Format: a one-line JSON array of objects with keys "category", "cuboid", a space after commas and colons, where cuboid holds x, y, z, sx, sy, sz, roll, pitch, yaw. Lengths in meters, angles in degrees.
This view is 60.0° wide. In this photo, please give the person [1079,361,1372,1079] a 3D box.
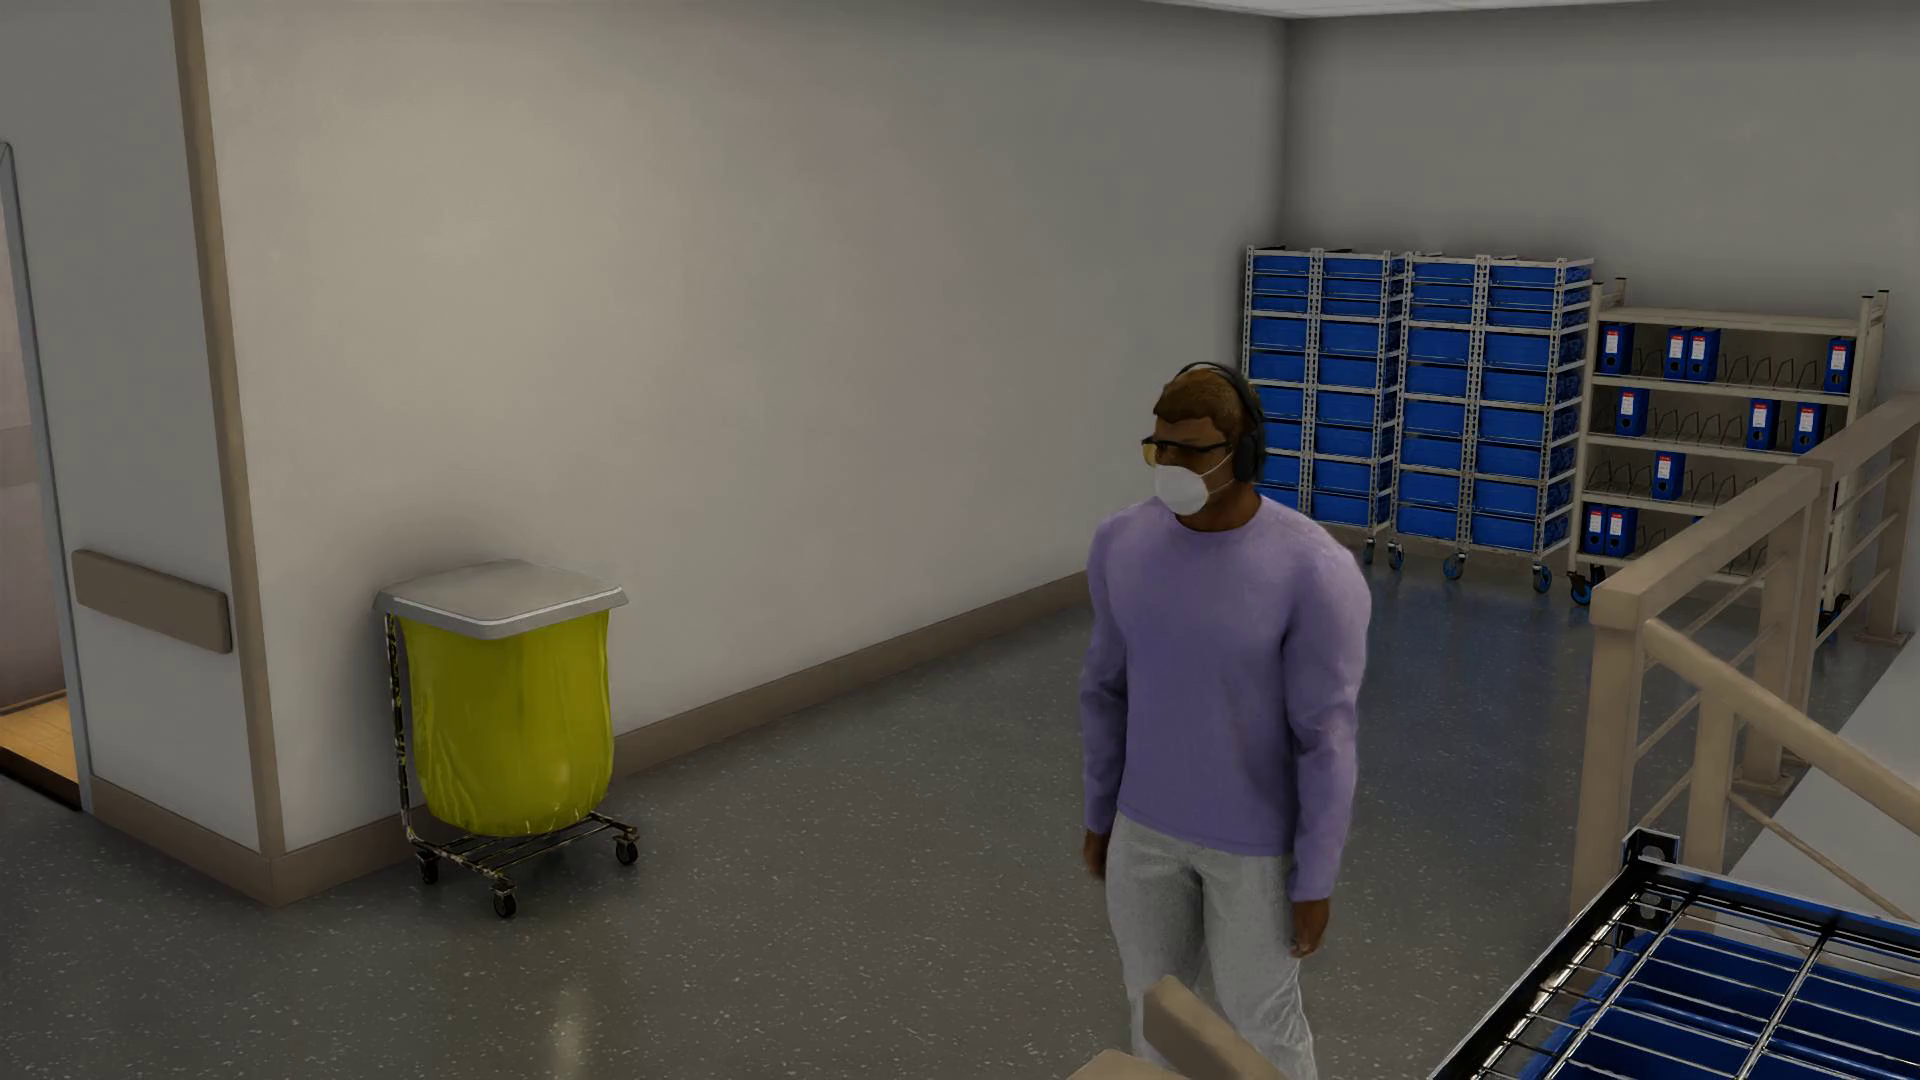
[{"category": "person", "cuboid": [0.505, 0.595, 3.383, 0.632, 1.931, 0.368, 12, 18, 40]}]
